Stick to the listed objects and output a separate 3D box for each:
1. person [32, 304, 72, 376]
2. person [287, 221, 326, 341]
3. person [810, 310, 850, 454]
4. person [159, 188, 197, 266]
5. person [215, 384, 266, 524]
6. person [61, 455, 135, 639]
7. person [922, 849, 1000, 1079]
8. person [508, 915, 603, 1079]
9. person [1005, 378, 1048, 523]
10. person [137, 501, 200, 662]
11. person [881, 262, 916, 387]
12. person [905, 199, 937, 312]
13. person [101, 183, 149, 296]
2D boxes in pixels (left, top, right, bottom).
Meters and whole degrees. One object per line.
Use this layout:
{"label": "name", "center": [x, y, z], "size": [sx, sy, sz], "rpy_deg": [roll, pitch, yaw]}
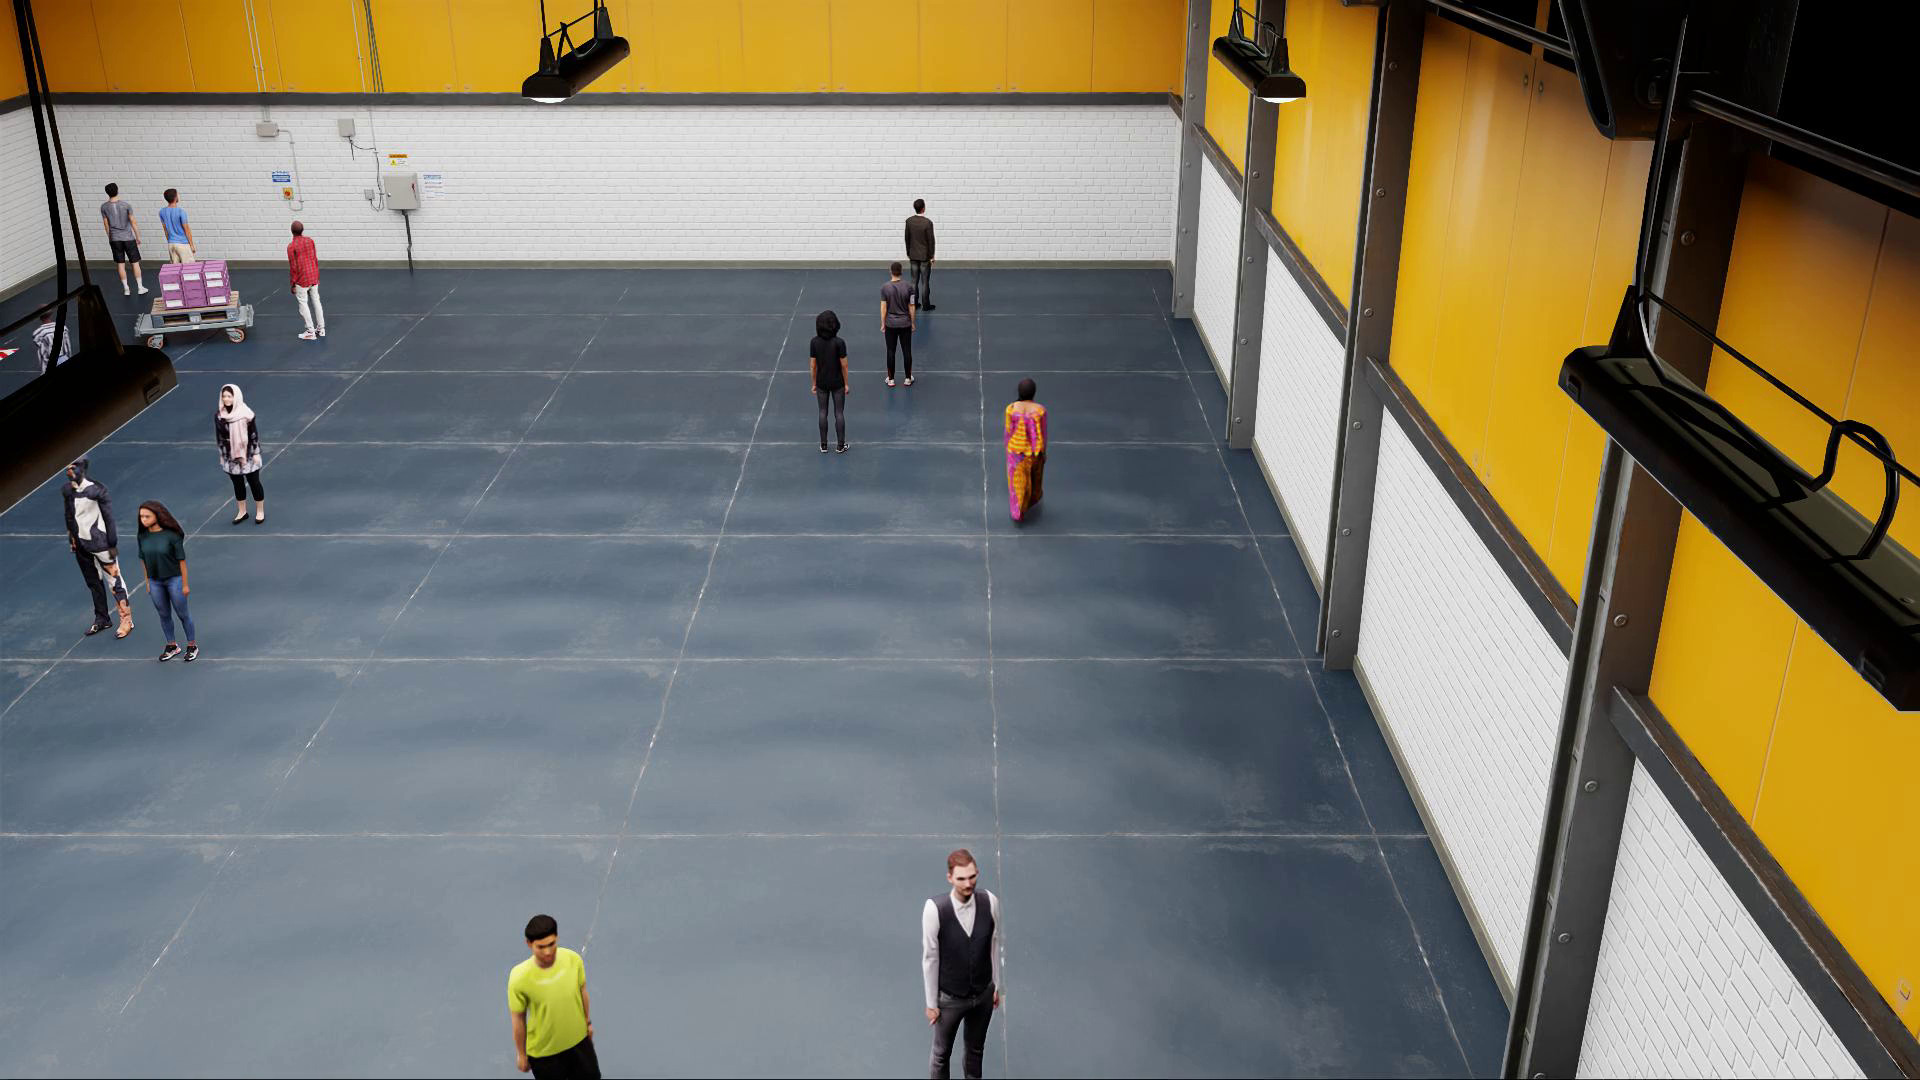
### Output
{"label": "person", "center": [-11.533, -2.152, 21.289], "size": [0.757, 1.794, 0.634], "rpy_deg": [11, 26, 24]}
{"label": "person", "center": [-10.029, -4.001, 25.488], "size": [0.816, 1.820, 0.708], "rpy_deg": [14, 27, 29]}
{"label": "person", "center": [-1.634, -1.991, 20.868], "size": [0.663, 1.837, 0.575], "rpy_deg": [4, 24, 8]}
{"label": "person", "center": [-12.845, -4.850, 27.374], "size": [0.683, 1.864, 0.625], "rpy_deg": [4, 24, 9]}
{"label": "person", "center": [-8.140, -0.987, 18.818], "size": [0.613, 1.638, 0.597], "rpy_deg": [0, 24, 0]}
{"label": "person", "center": [-8.418, 0.028, 16.180], "size": [0.729, 1.893, 0.665], "rpy_deg": [5, 24, 12]}
{"label": "person", "center": [0.007, 2.694, 10.022], "size": [0.735, 1.938, 0.712], "rpy_deg": [-10, 25, -21]}
{"label": "person", "center": [-2.430, 2.896, 9.865], "size": [0.778, 1.695, 0.814], "rpy_deg": [-15, 28, -31]}
{"label": "person", "center": [0.728, -1.024, 18.868], "size": [0.793, 1.667, 1.178], "rpy_deg": [4, 24, 9]}
{"label": "person", "center": [-7.496, 0.378, 15.726], "size": [0.600, 1.615, 0.588], "rpy_deg": [1, 24, 3]}
{"label": "person", "center": [-0.873, -3.030, 23.335], "size": [0.643, 1.764, 0.557], "rpy_deg": [-2, 24, -3]}
{"label": "person", "center": [-0.646, -4.629, 26.942], "size": [0.749, 1.804, 0.721], "rpy_deg": [12, 26, 26]}
{"label": "person", "center": [-13.989, -5.027, 27.769], "size": [0.709, 1.871, 0.646], "rpy_deg": [-6, 24, -13]}
